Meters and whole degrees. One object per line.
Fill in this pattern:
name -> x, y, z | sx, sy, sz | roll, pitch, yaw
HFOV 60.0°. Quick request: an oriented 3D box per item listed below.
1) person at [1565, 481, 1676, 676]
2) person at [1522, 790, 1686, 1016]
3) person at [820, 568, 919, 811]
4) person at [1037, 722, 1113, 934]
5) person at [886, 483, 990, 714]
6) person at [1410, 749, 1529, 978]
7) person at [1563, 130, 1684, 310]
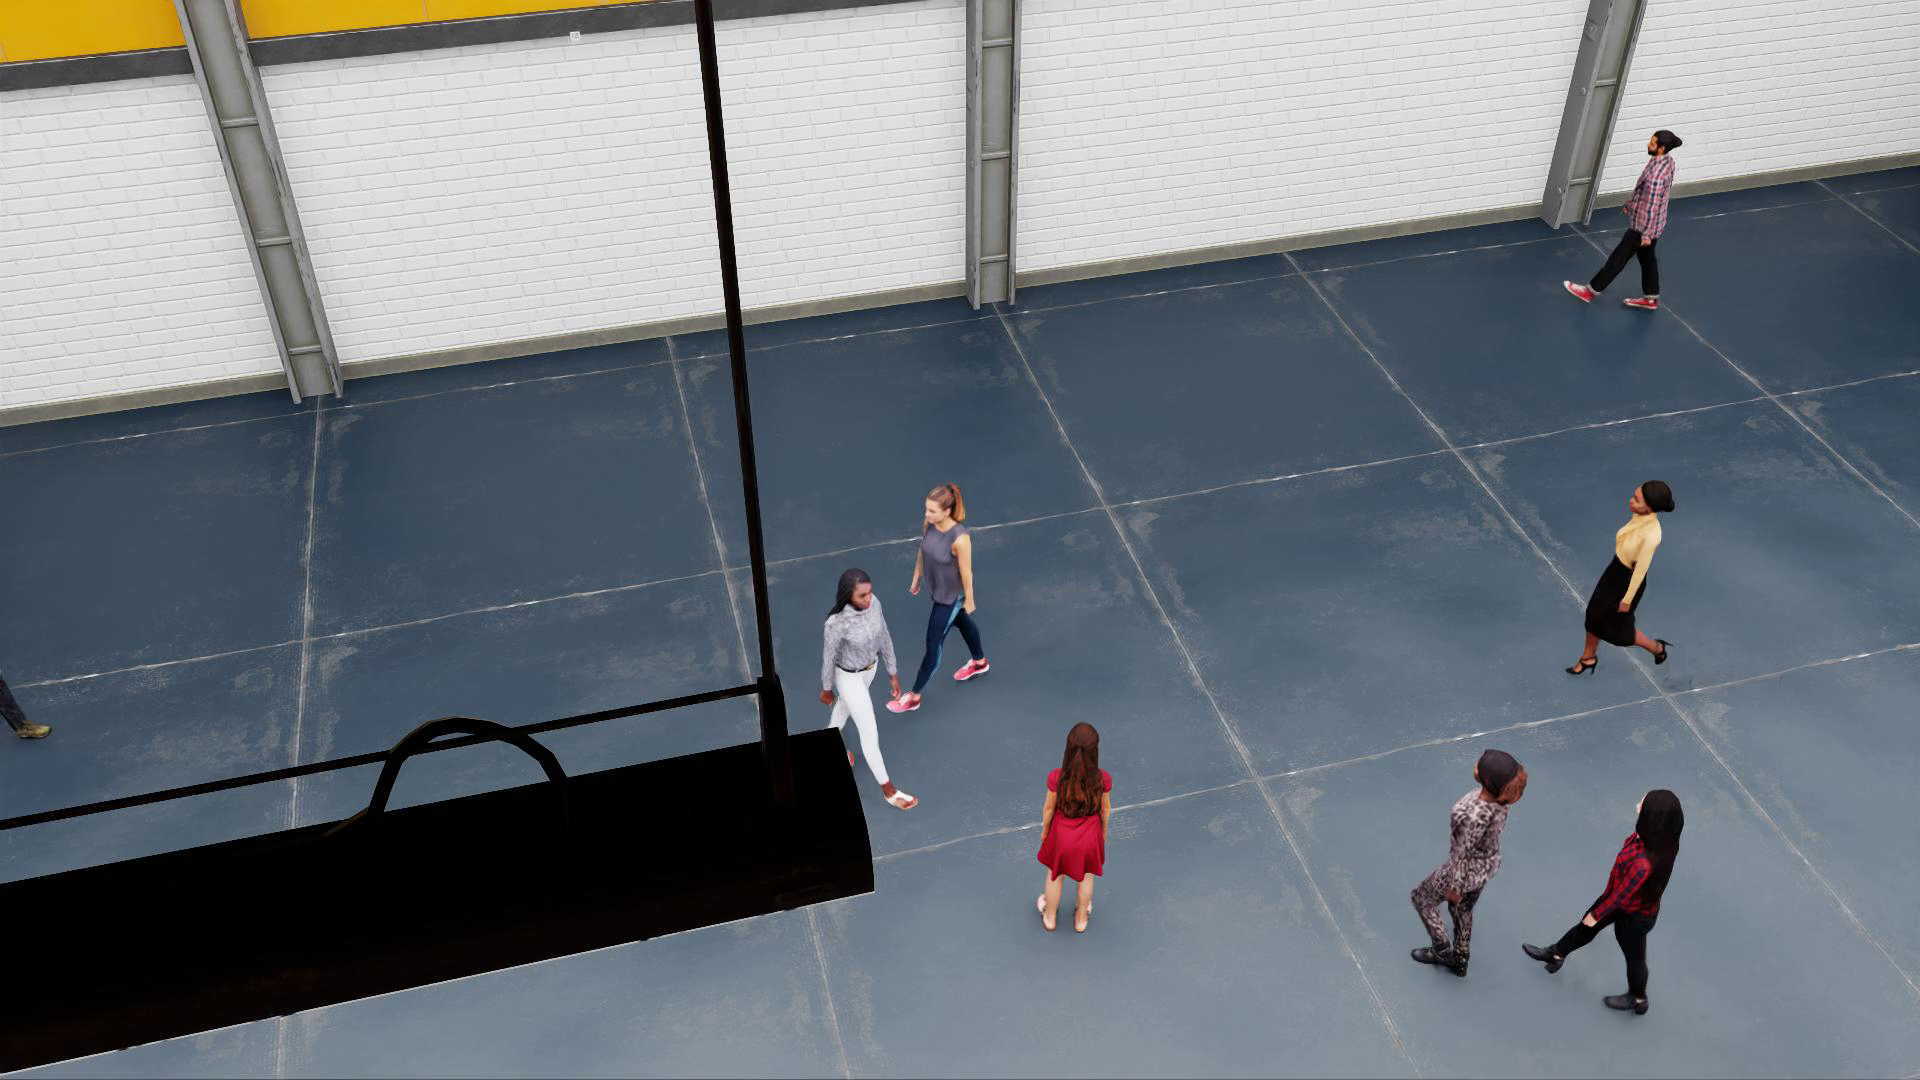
person -> 4.463, 0.320, 10.981 | 0.935, 1.632, 0.710 | 1, 39, 1
person -> 3.680, 1.995, 8.884 | 1.033, 1.630, 0.957 | 17, 42, 20
person -> -0.708, 0.814, 10.323 | 1.070, 1.680, 1.111 | 27, 46, 29
person -> 0.645, 1.646, 9.385 | 0.591, 1.551, 0.662 | -3, 39, -3
person -> -0.003, 0.316, 10.944 | 1.149, 1.684, 0.819 | -23, 44, -26
person -> 2.834, 1.825, 9.039 | 0.784, 1.704, 0.715 | 29, 47, 31
person -> 6.187, -2.816, 14.825 | 1.188, 1.734, 1.117 | 19, 42, 22
